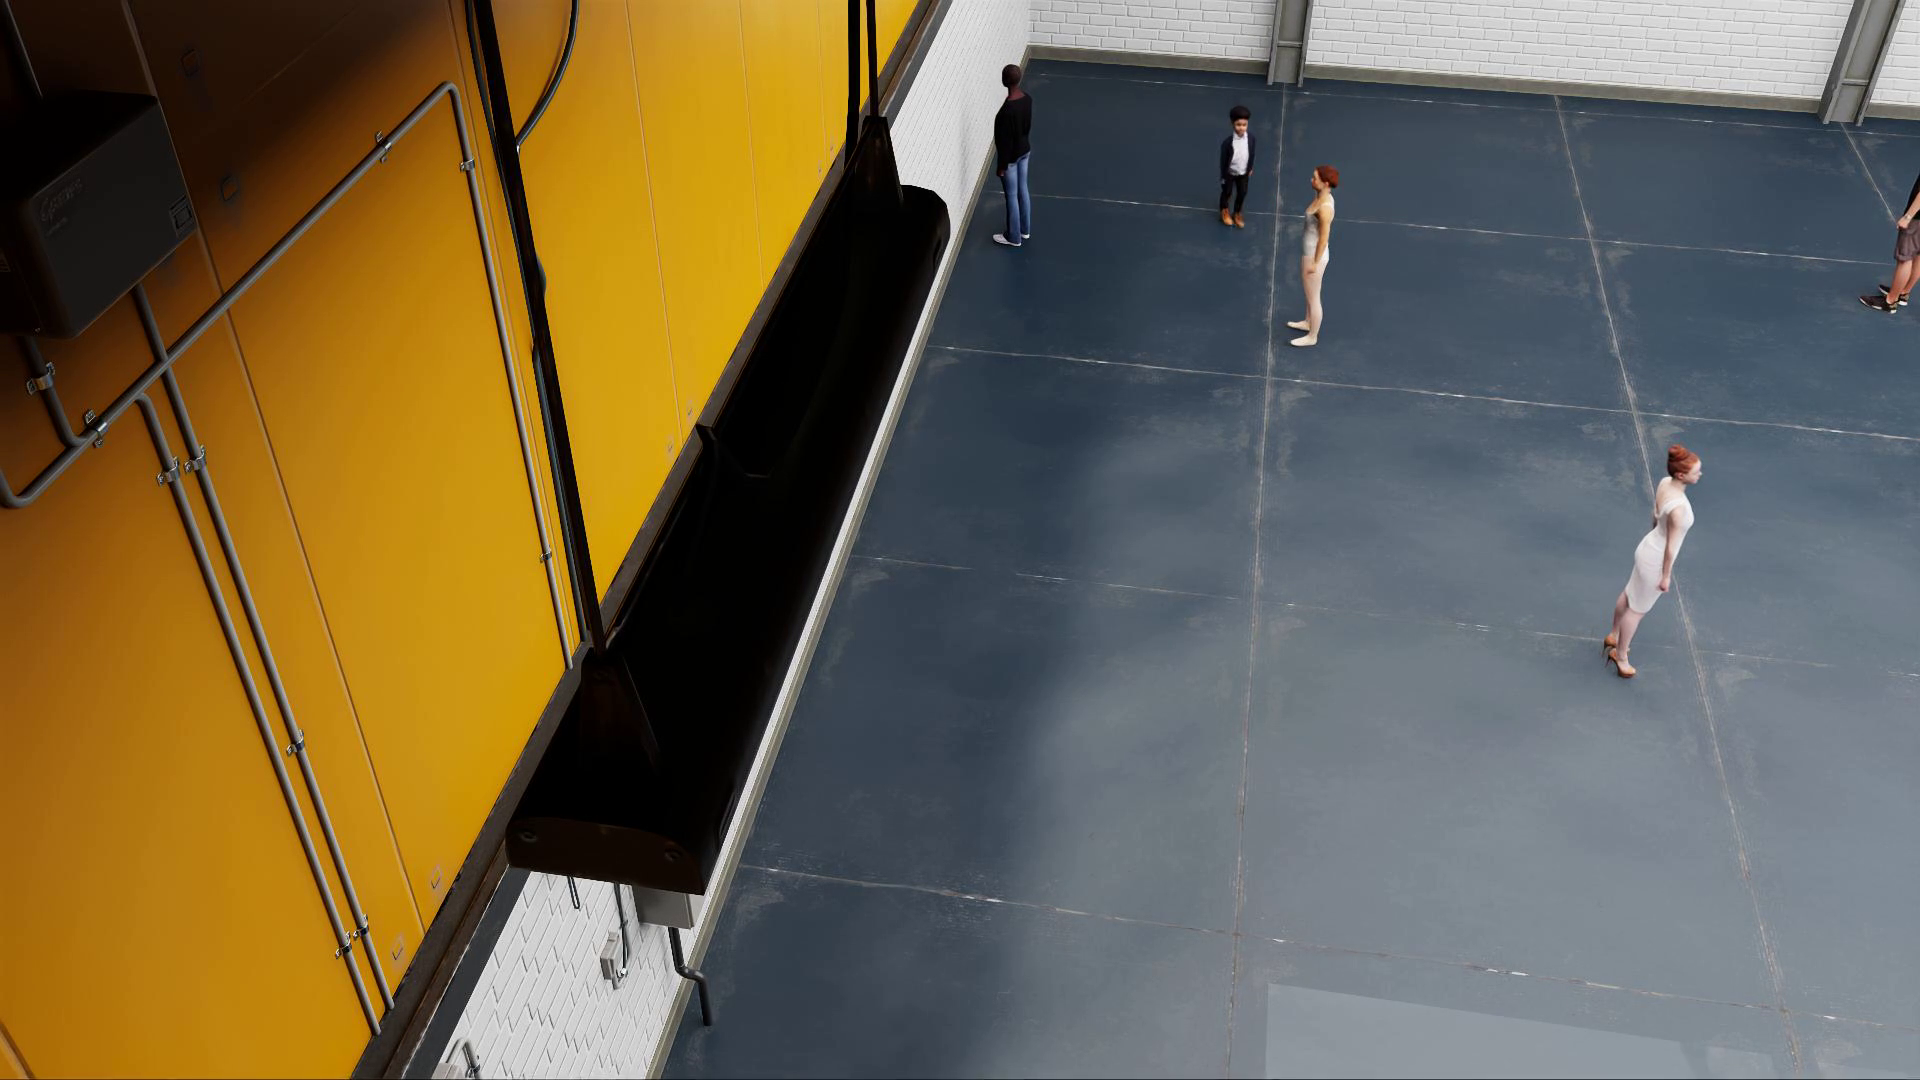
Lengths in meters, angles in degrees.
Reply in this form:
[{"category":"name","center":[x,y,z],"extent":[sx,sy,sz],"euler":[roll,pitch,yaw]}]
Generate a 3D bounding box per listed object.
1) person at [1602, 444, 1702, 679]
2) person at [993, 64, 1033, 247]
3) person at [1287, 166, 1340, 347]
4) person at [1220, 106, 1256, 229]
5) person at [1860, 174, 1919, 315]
[{"category":"person","center":[4.499,0.137,10.830],"extent":[0.473,1.790,0.570],"euler":[7,39,9]},{"category":"person","center":[0.507,-3.594,15.536],"extent":[0.683,1.748,0.678],"euler":[23,44,26]},{"category":"person","center":[3.029,-2.426,14.157],"extent":[0.489,1.643,0.572],"euler":[3,39,3]},{"category":"person","center":[2.634,-3.620,15.994],"extent":[0.578,1.218,0.664],"euler":[-8,39,-10]},{"category":"person","center":[8.445,-2.867,14.535],"extent":[0.763,1.862,0.826],"euler":[-23,44,-26]}]
